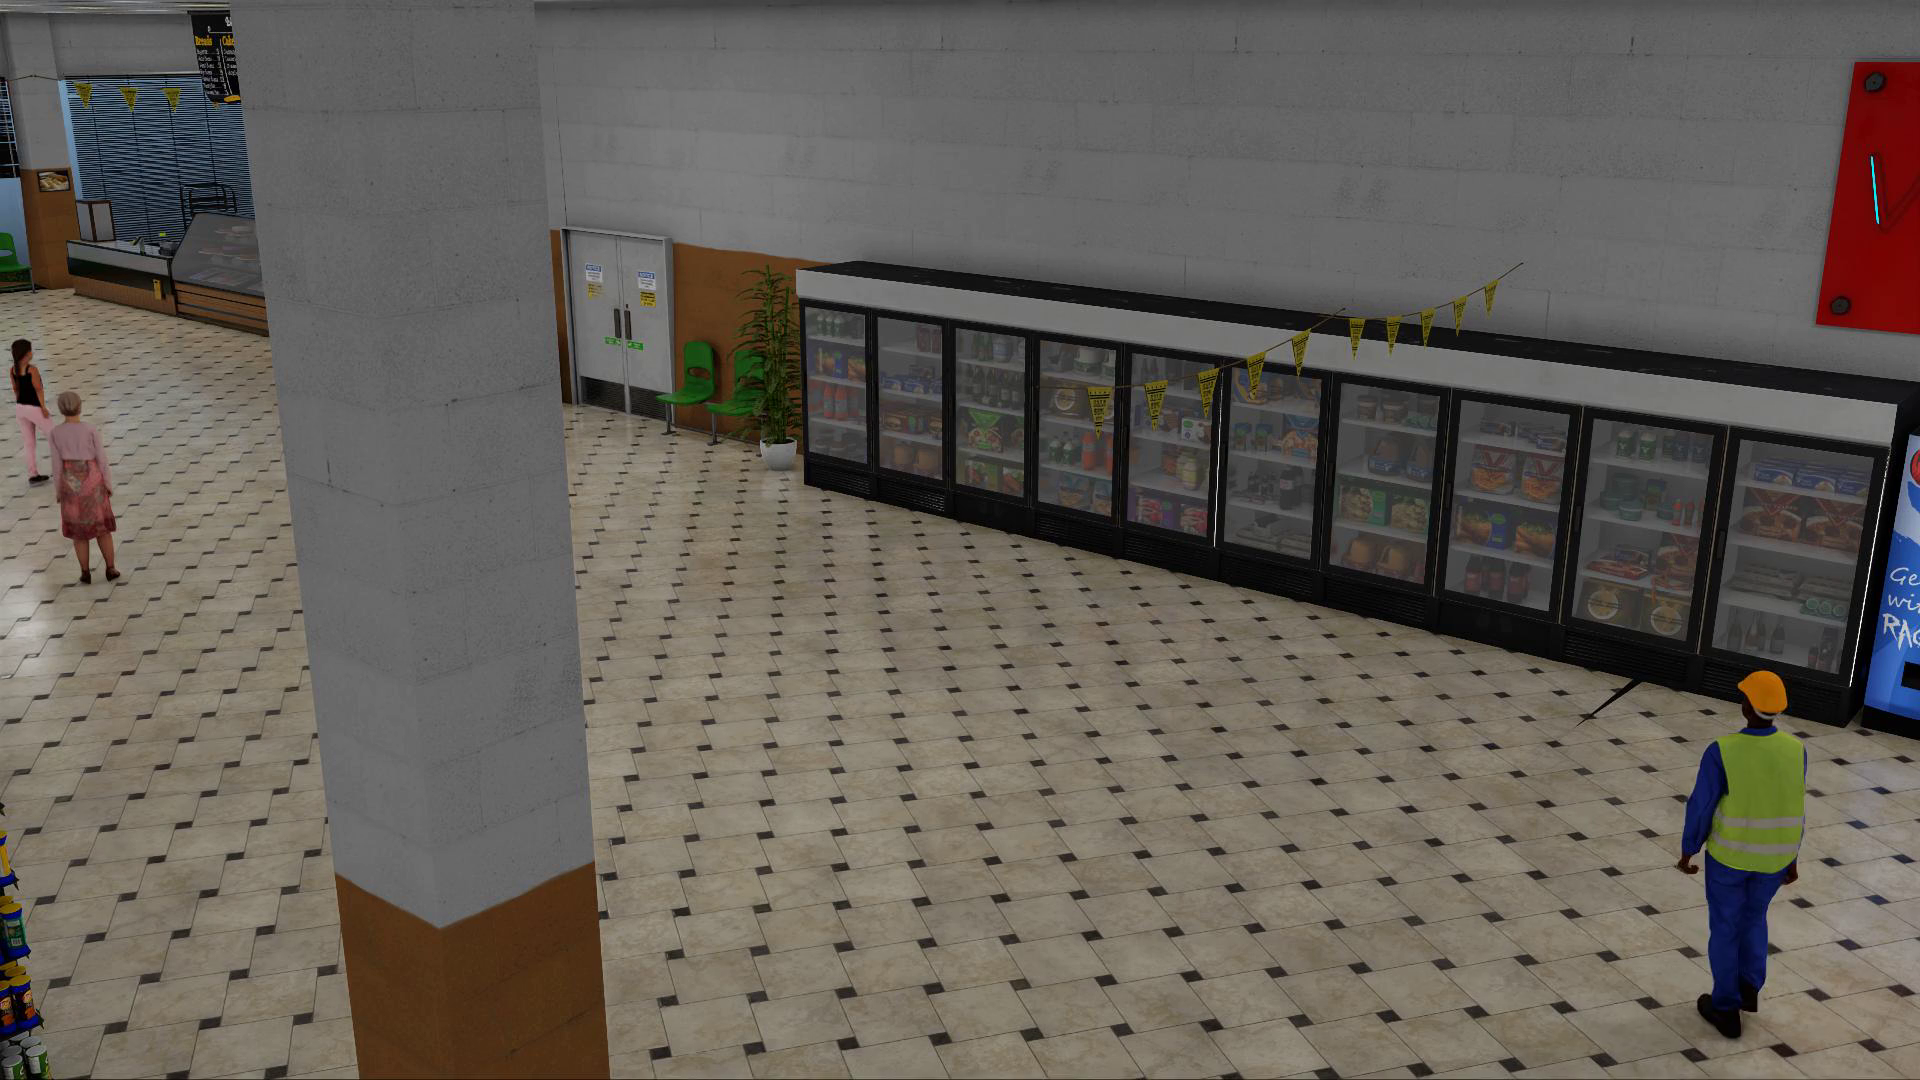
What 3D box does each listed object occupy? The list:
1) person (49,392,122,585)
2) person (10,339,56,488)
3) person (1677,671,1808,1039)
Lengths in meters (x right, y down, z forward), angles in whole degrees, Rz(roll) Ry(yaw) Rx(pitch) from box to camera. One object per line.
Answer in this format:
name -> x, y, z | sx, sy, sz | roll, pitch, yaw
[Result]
person -> -7.618, -0.455, 14.447 | 0.641, 1.692, 0.748 | -8, 19, -25
person -> -9.850, -1.331, 17.573 | 0.749, 1.553, 0.867 | 3, 17, 9
person -> 3.723, 1.508, 7.797 | 0.802, 1.801, 0.844 | 0, 17, 1
